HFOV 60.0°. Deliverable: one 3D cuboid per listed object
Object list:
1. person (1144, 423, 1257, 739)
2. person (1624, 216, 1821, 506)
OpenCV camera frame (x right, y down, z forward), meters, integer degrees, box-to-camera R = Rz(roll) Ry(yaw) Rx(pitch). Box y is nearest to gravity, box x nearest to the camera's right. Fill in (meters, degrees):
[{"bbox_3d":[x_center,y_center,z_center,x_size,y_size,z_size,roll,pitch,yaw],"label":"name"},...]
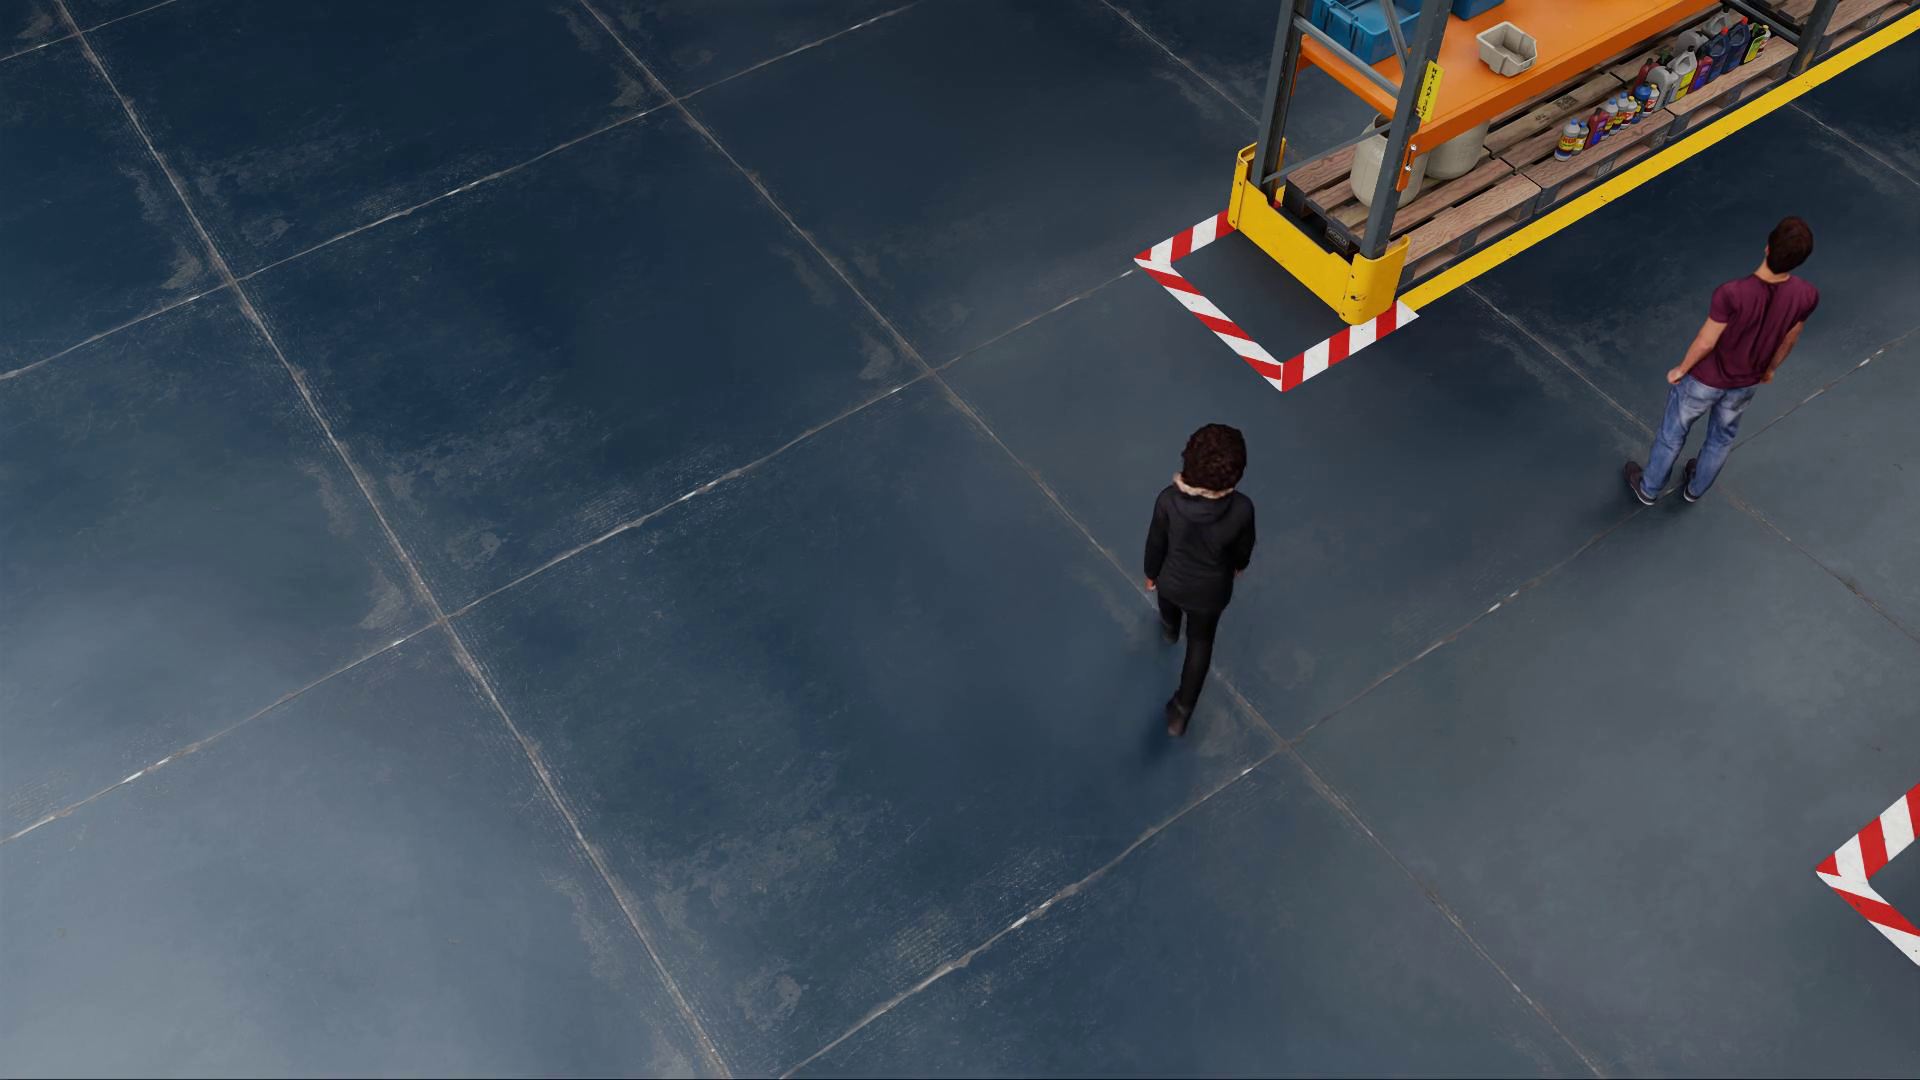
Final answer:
[{"bbox_3d":[1.052,0.203,7.466,1.114,1.747,1.157,7,53,5],"label":"person"},{"bbox_3d":[3.783,-0.843,8.208,0.698,1.855,0.802,0,52,0],"label":"person"}]
